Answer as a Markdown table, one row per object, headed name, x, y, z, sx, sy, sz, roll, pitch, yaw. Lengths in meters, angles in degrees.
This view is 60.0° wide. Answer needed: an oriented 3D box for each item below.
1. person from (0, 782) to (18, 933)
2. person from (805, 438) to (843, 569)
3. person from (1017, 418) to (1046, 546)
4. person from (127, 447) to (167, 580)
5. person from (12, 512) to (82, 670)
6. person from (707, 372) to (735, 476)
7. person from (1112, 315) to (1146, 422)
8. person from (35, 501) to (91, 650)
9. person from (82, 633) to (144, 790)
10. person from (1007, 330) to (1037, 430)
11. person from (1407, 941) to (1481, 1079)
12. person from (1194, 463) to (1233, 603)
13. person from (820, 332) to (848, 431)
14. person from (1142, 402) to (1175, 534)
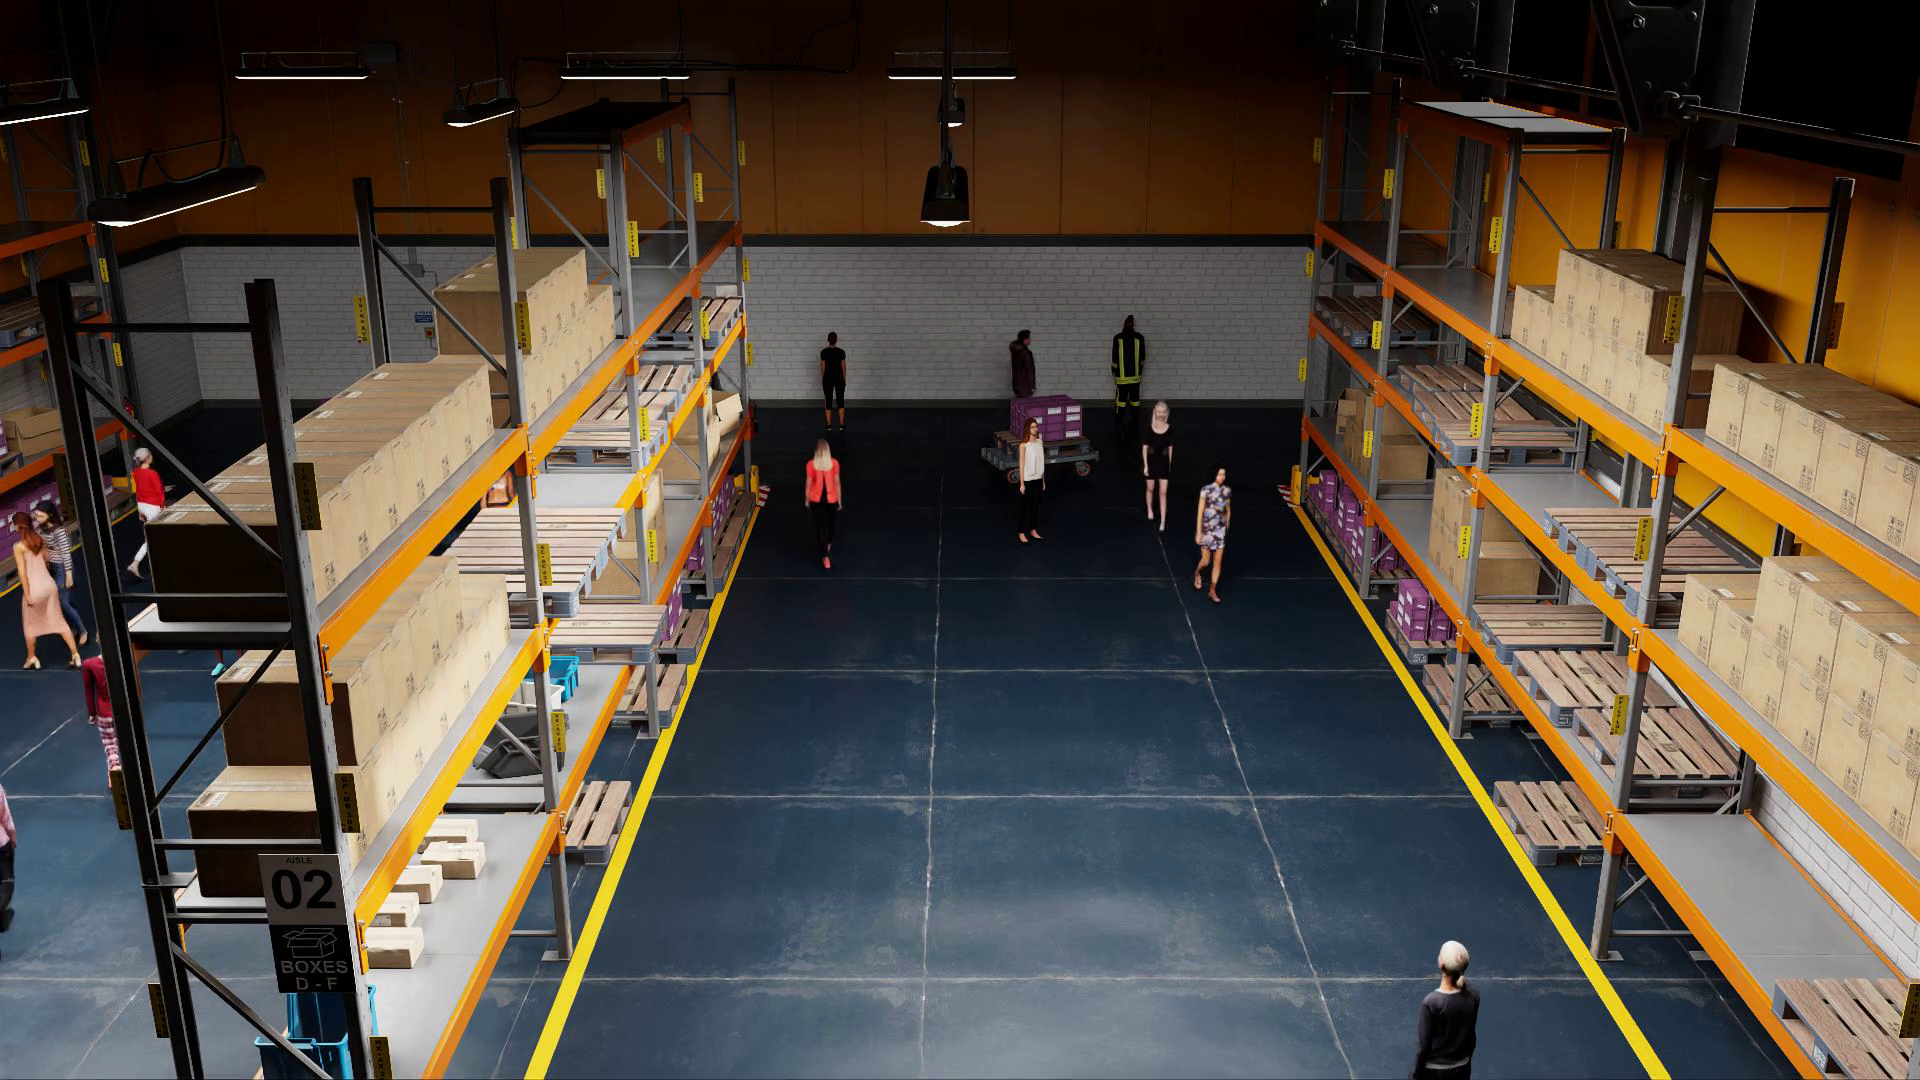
| name | x | y | z | sx | sy | sz | roll | pitch | yaw |
| --- | --- | --- | --- | --- | --- | --- | --- | --- | --- |
| person | -7.637 | 2.394 | 12.985 | 0.753 | 1.673 | 1.013 | -5 | 19 | -14 |
| person | -1.745 | -0.442 | 21.448 | 0.746 | 1.646 | 1.139 | -3 | 19 | -9 |
| person | 0.948 | -0.807 | 22.414 | 0.647 | 1.722 | 0.684 | -14 | 23 | -36 |
| person | -10.314 | -0.320 | 21.063 | 0.863 | 1.661 | 1.157 | 9 | 20 | 24 |
| person | -9.981 | 0.574 | 18.175 | 0.859 | 1.811 | 0.950 | 7 | 20 | 21 |
| person | -3.566 | -1.704 | 25.094 | 0.827 | 1.712 | 0.851 | 7 | 20 | 20 |
| person | 2.889 | -2.973 | 28.629 | 0.781 | 1.861 | 0.730 | -3 | 19 | -8 |
| person | -10.106 | 0.383 | 18.796 | 0.799 | 1.776 | 0.815 | 14 | 23 | 35 |
| person | -7.778 | 1.609 | 15.304 | 0.819 | 1.681 | 0.972 | -6 | 20 | -19 |
| person | 0.971 | -2.545 | 27.398 | 0.890 | 1.835 | 0.751 | -5 | 19 | -15 |
| person | 3.020 | 3.281 | 10.286 | 0.701 | 1.715 | 0.771 | -5 | 19 | -14 |
| person | 3.064 | -0.113 | 20.356 | 0.746 | 1.720 | 0.864 | -6 | 20 | -17 |
| person | -2.136 | -2.698 | 28.111 | 0.592 | 1.669 | 0.522 | -1 | 19 | -4 |
| person | 2.698 | -1.018 | 22.945 | 0.577 | 1.782 | 1.123 | 0 | 19 | 0 |
